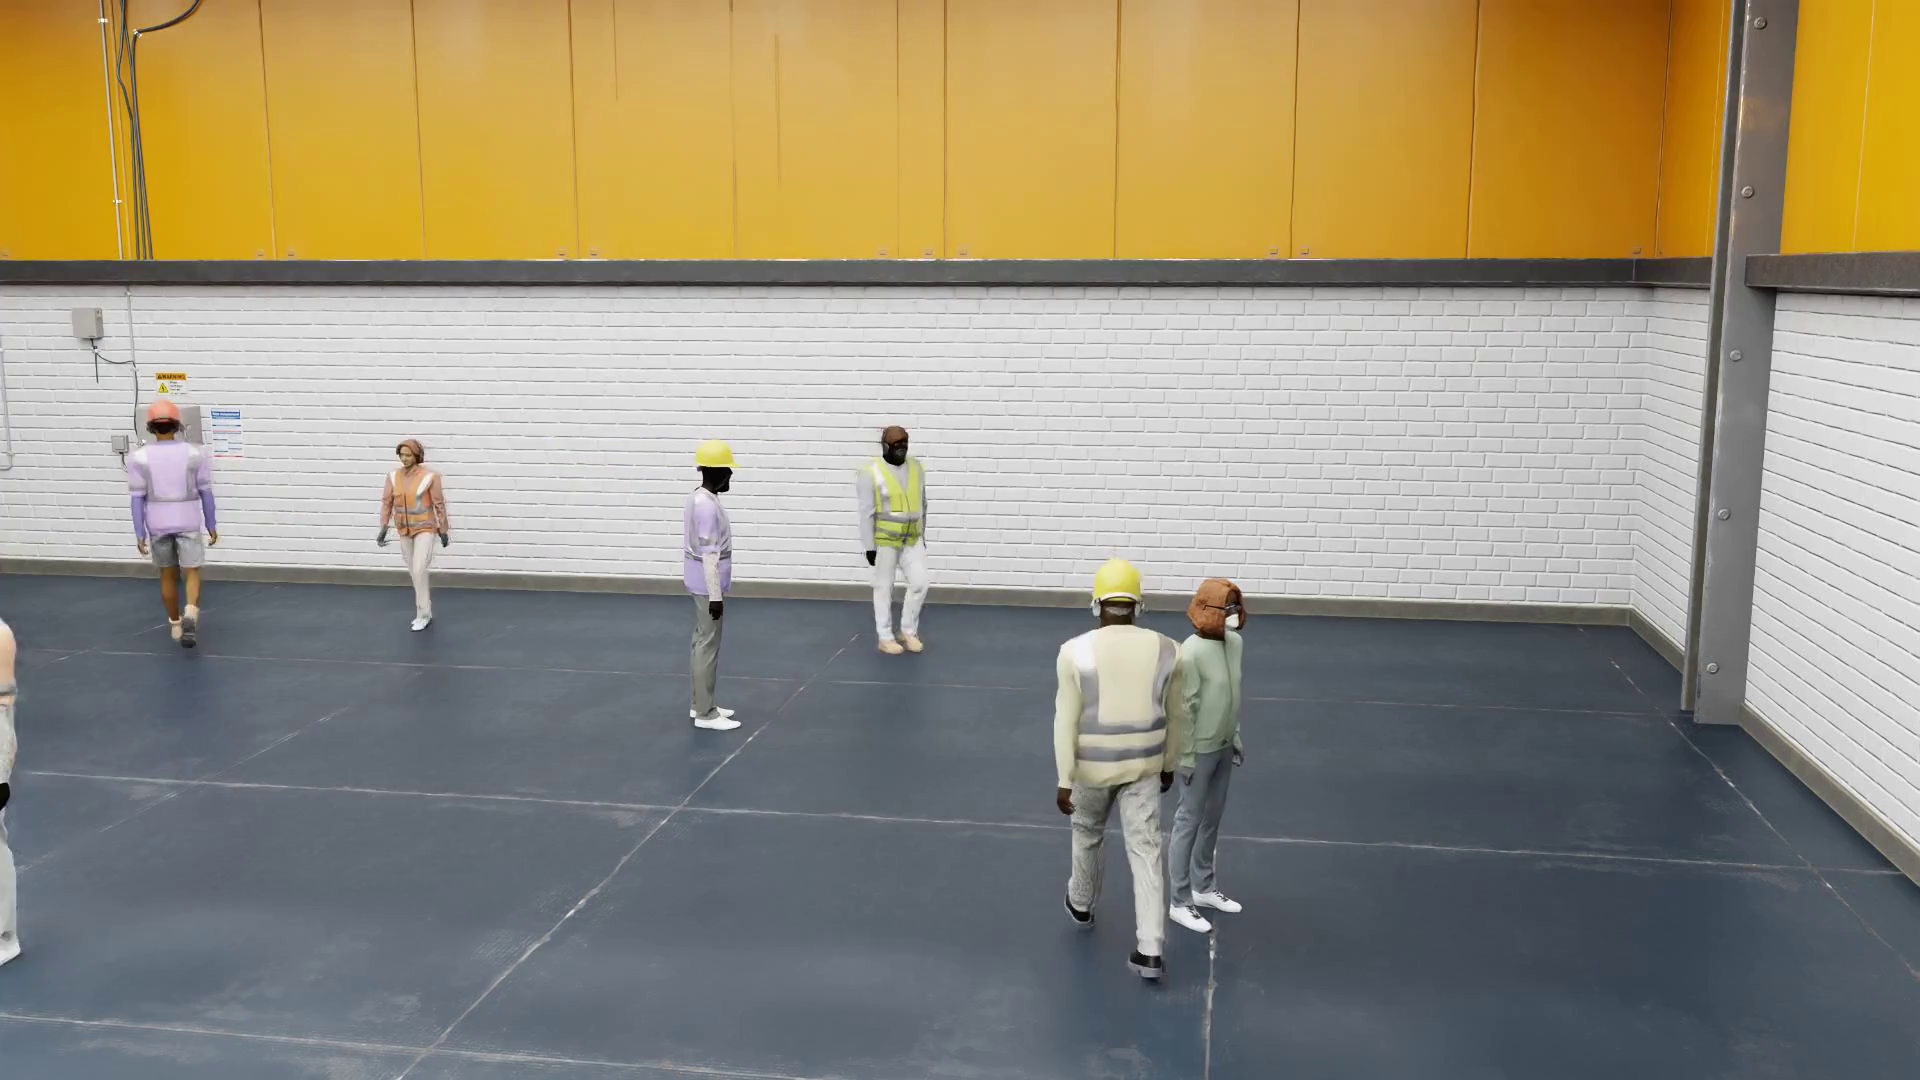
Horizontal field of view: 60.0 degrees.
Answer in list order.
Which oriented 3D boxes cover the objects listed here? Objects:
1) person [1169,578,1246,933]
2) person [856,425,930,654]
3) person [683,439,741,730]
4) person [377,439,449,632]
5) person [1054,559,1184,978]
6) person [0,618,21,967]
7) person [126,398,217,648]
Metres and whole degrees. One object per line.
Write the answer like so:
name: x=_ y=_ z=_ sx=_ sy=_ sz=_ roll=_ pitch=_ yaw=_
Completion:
person: x=1.163 y=0.976 z=7.727 sx=0.277 sy=1.632 sz=0.502 roll=8 pitch=12 yaw=39
person: x=-0.497 y=0.012 z=13.078 sx=0.659 sy=1.825 sz=0.518 roll=-6 pitch=11 yaw=-33
person: x=-1.639 y=0.290 z=11.056 sx=0.384 sy=1.925 sz=0.593 roll=-2 pitch=9 yaw=-14
person: x=-4.639 y=-0.041 z=14.056 sx=0.528 sy=1.615 sz=0.636 roll=3 pitch=10 yaw=18
person: x=0.702 y=0.971 z=7.342 sx=0.610 sy=1.774 sz=0.967 roll=-2 pitch=9 yaw=-10
person: x=-4.271 y=0.936 z=7.125 sx=0.590 sy=1.915 sz=0.413 roll=3 pitch=10 yaw=20
person: x=-6.314 y=-0.126 z=13.349 sx=0.616 sy=2.024 sz=0.854 roll=-4 pitch=10 yaw=-23
